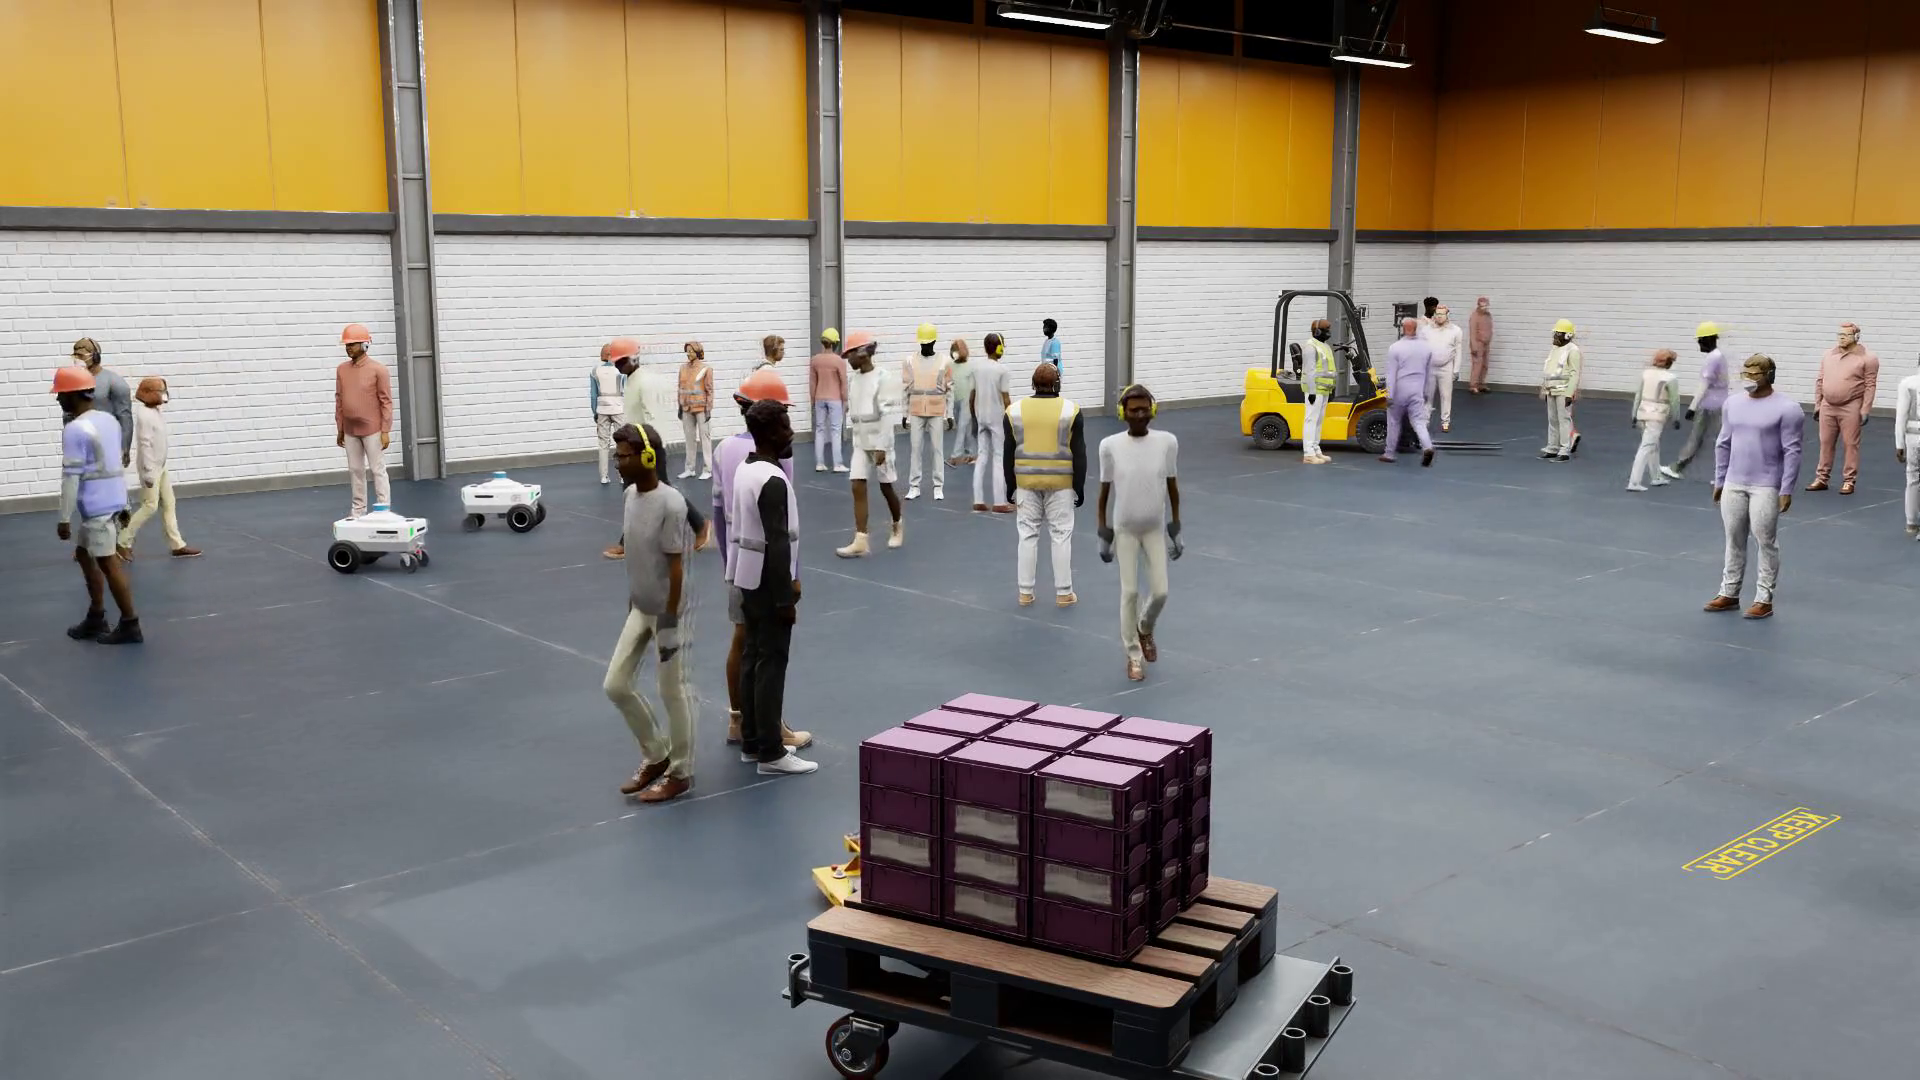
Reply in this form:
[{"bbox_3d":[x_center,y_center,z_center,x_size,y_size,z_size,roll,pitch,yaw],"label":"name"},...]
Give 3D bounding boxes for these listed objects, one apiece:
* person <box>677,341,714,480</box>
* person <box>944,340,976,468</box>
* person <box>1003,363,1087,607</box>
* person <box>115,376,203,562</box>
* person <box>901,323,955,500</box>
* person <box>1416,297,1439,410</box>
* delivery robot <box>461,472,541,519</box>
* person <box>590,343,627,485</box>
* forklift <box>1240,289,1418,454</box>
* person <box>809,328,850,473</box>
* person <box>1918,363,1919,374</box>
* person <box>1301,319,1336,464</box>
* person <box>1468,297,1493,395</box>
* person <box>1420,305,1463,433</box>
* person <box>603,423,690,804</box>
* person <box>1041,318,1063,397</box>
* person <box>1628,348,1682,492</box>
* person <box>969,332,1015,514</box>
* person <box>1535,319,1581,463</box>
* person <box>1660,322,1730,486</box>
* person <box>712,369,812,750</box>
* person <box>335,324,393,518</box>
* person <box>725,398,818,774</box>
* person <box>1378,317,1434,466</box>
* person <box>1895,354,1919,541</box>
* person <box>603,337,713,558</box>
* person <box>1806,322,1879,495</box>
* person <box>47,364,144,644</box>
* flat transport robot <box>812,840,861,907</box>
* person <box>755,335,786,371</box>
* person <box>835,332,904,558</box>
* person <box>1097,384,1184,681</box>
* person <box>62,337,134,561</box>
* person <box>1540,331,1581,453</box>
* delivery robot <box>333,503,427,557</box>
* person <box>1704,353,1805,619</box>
[{"bbox_3d":[-3.127,-1.531,19.676,0.511,1.641,0.307,5,11,29],"label":"person"},{"bbox_3d":[-0.022,-1.701,20.822,0.526,1.583,0.866,6,11,32],"label":"person"},{"bbox_3d":[0.644,-0.413,12.541,0.633,1.841,0.429,2,10,12],"label":"person"},{"bbox_3d":[-7.018,-0.617,14.438,0.586,1.632,0.522,-2,10,-11],"label":"person"},{"bbox_3d":[-0.353,-1.386,18.014,0.586,1.917,0.380,1,10,8],"label":"person"},{"bbox_3d":[7.944,-3.167,28.351,0.399,1.955,0.610,6,11,32],"label":"person"},{"bbox_3d":[-4.423,-0.415,16.037,0.707,0.478,0.477,0,10,-1],"label":"delivery robot"},{"bbox_3d":[-4.008,-1.448,19.191,0.511,1.640,0.308,2,10,10],"label":"person"},{"bbox_3d":[5.034,-2.339,22.783,2.313,2.155,1.214,3,10,16],"label":"forklift"},{"bbox_3d":[-1.581,-1.701,20.311,0.533,1.765,0.330,5,11,26],"label":"person"},{"bbox_3d":[14.022,-2.332,23.775,0.578,1.858,0.805,5,11,26],"label":"person"},{"bbox_3d":[4.580,-1.897,21.230,0.429,1.845,0.621,5,11,29],"label":"person"},{"bbox_3d":[9.939,-3.694,31.695,0.737,1.863,0.428,-9,13,-42],"label":"person"},{"bbox_3d":[7.172,-2.560,24.923,0.640,1.909,0.409,4,11,23],"label":"person"},{"bbox_3d":[-1.495,0.365,7.950,0.562,1.850,0.470,9,13,42],"label":"person"},{"bbox_3d":[1.404,-2.549,25.493,0.321,1.690,0.536,-2,10,-14],"label":"person"},{"bbox_3d":[7.851,-1.342,18.656,0.785,1.604,0.517,-3,10,-17],"label":"person"},{"bbox_3d":[0.326,-1.196,17.059,0.531,1.865,0.315,7,12,37],"label":"person"},{"bbox_3d":[7.677,-1.909,21.313,0.403,1.837,0.591,-2,10,-12],"label":"person"},{"bbox_3d":[8.548,-1.568,19.167,0.971,1.870,0.599,4,11,25],"label":"person"},{"bbox_3d":[-1.047,0.112,8.886,0.614,2.039,0.390,10,14,44],"label":"person"},{"bbox_3d":[-5.704,-1.060,15.879,0.622,1.993,0.382,4,10,20],"label":"person"},{"bbox_3d":[-0.987,0.237,8.503,0.391,1.922,0.591,-4,11,-23],"label":"person"},{"bbox_3d":[5.671,-1.879,21.024,0.660,1.879,0.879,-3,10,-16],"label":"person"},{"bbox_3d":[9.022,-0.913,15.492,0.574,1.845,0.967,6,11,30],"label":"person"},{"bbox_3d":[-2.675,-0.819,14.635,0.931,1.946,0.680,-6,11,-30],"label":"person"},{"bbox_3d":[9.802,-1.464,18.500,0.405,1.911,0.636,-7,12,-35],"label":"person"},{"bbox_3d":[-5.924,-0.228,11.257,0.732,1.905,0.564,0,10,-2],"label":"person"},{"bbox_3d":[0.167,1.339,6.874,1.431,0.197,0.652,-4,10,-22],"label":"flat transport robot"},{"bbox_3d":[-1.939,-1.211,17.261,0.580,1.820,0.552,-2,10,-10],"label":"person"},{"bbox_3d":[-0.791,-0.856,14.755,0.610,1.968,0.961,6,12,33],"label":"person"},{"bbox_3d":[1.130,-0.060,10.429,0.557,1.856,0.459,0,10,-1],"label":"person"},{"bbox_3d":[-7.467,-0.782,14.412,0.637,1.938,0.355,2,10,12],"label":"person"},{"bbox_3d":[8.029,-1.996,22.085,0.532,1.739,0.710,-4,11,-24],"label":"person"},{"bbox_3d":[-4.872,-0.065,13.990,0.707,0.478,0.477,0,10,3],"label":"delivery robot"},{"bbox_3d":[5.800,-0.396,12.154,0.352,1.937,0.635,-6,11,-30],"label":"person"}]
